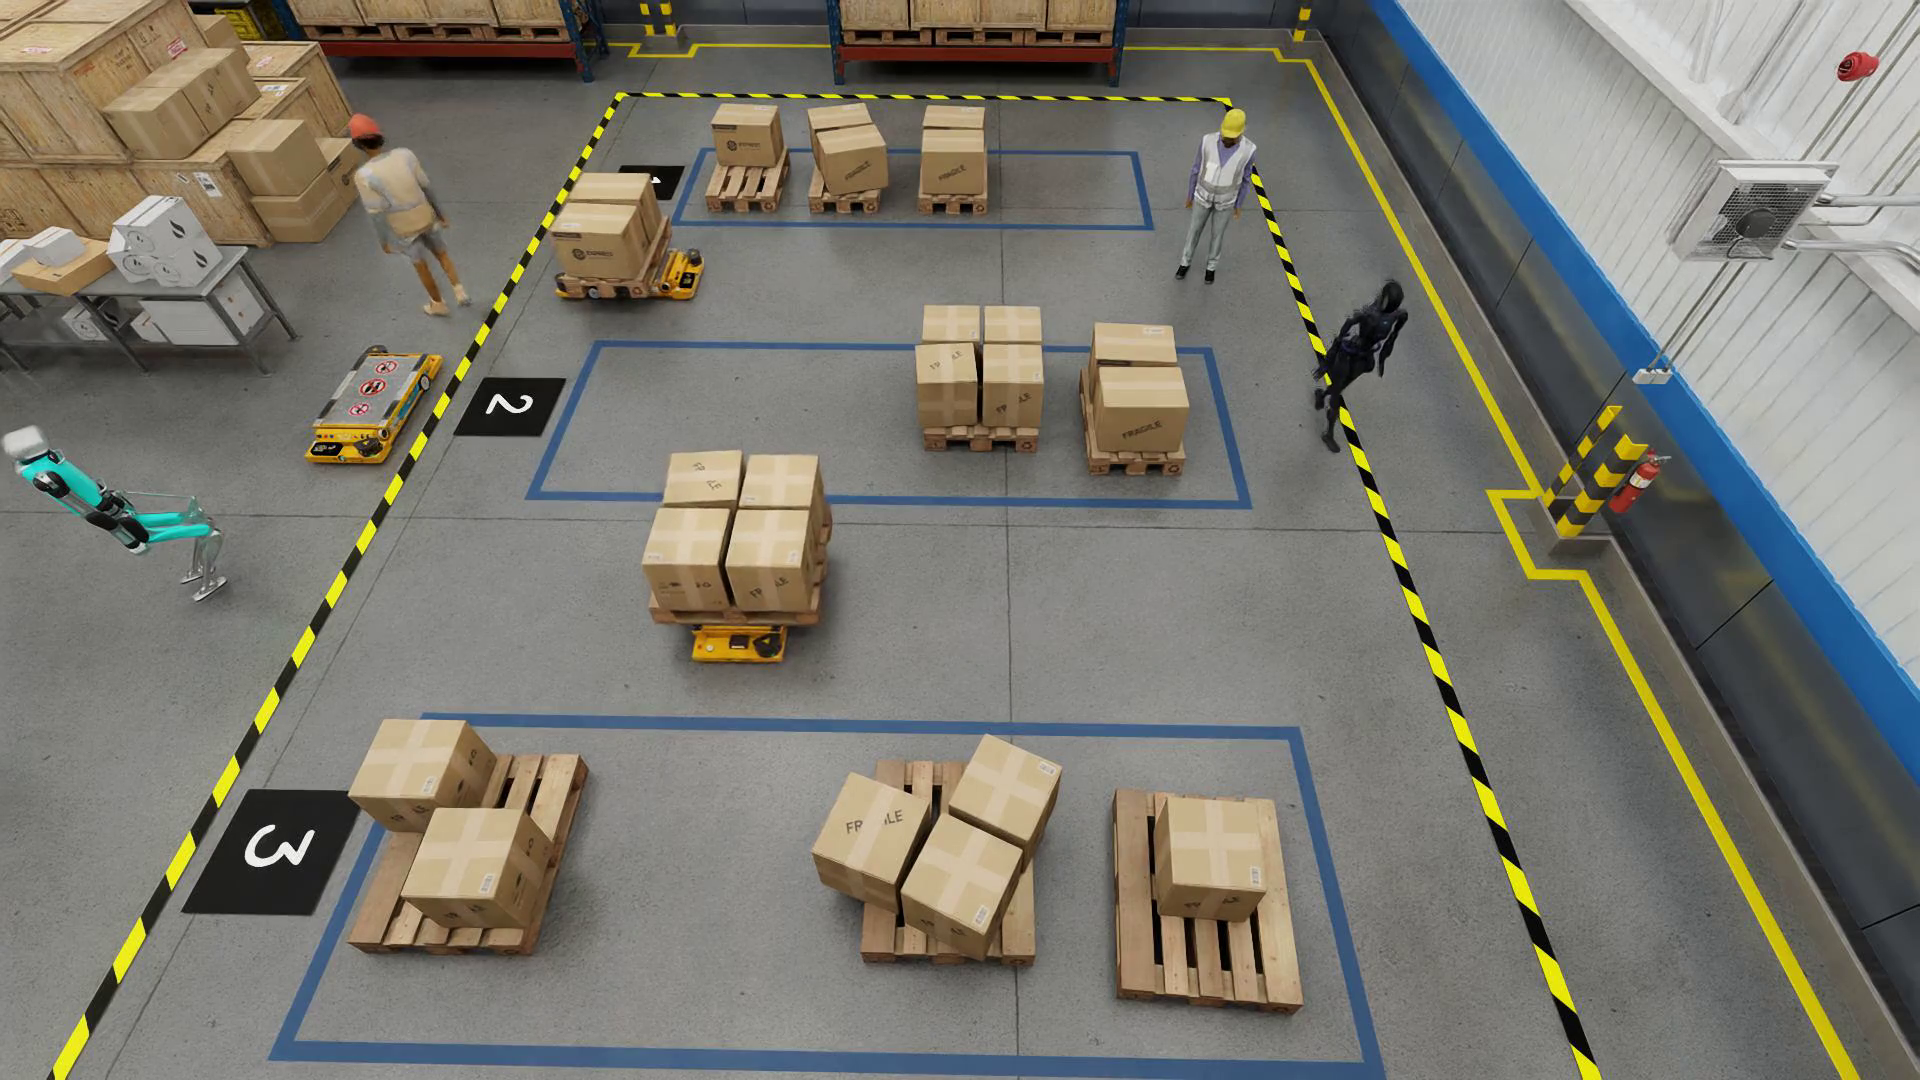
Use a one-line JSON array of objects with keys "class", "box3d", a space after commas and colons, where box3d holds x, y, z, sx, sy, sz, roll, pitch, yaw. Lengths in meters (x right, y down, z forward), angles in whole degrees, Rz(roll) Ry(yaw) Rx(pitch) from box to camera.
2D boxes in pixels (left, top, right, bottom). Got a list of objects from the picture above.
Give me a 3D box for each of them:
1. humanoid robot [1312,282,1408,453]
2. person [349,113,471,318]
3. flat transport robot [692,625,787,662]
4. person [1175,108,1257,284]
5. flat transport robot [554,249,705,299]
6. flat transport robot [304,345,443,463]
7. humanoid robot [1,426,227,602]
[{"class": "humanoid robot", "box3d": [3.343, -1.585, 7.836, 0.611, 1.630, 0.785, -6, 50, -5]}, {"class": "person", "box3d": [-5.263, -3.027, 8.778, 0.479, 2.021, 0.690, 28, 55, 21]}, {"class": "flat transport robot", "box3d": [-1.620, 0.291, 7.102, 0.652, 0.197, 1.431, 1, 50, 1]}, {"class": "person", "box3d": [2.584, -3.457, 9.273, 0.588, 1.824, 0.403, 15, 51, 13]}, {"class": "flat transport robot", "box3d": [-3.510, -2.851, 9.762, 1.431, 0.197, 0.652, 1, 50, 1]}, {"class": "flat transport robot", "box3d": [-5.383, -1.269, 8.441, 0.659, 0.231, 1.431, 1, 50, 1]}, {"class": "humanoid robot", "box3d": [-5.792, -0.237, 6.517, 0.735, 1.678, 0.533, -37, 59, -27]}]
